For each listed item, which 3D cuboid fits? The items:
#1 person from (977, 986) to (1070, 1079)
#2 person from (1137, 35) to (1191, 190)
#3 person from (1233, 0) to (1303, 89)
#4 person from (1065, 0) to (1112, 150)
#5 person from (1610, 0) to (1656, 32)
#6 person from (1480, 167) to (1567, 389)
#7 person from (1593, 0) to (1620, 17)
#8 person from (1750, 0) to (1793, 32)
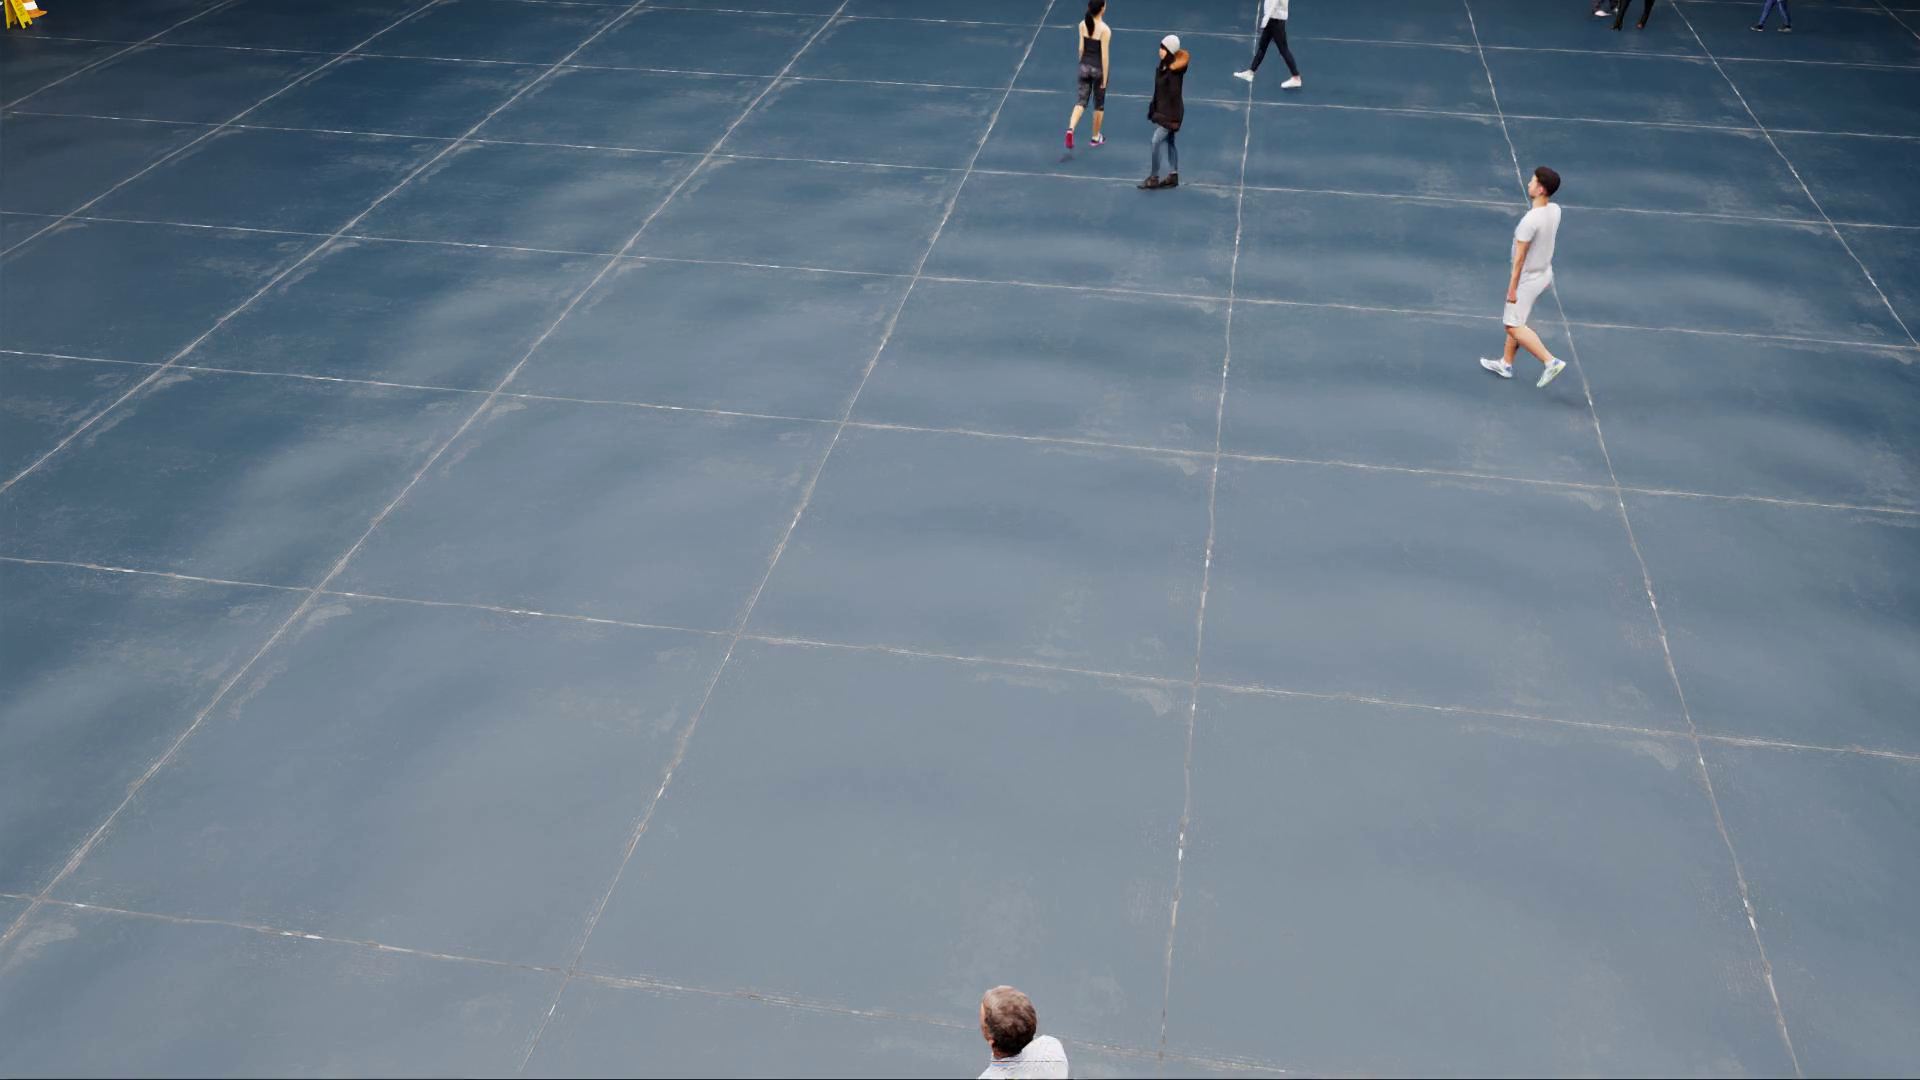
[{"bbox_3d":[0.274,2.445,6.386,1.109,1.791,1.208,-23,39,-32],"label":"person"},{"bbox_3d":[2.269,-4.506,17.563,0.820,1.622,0.755,-5,33,-7],"label":"person"},{"bbox_3d":[3.997,-6.388,20.515,1.126,1.655,0.743,9,33,14],"label":"person"},{"bbox_3d":[1.421,-5.172,18.540,1.013,1.707,0.889,20,38,29],"label":"person"},{"bbox_3d":[9.431,-7.896,22.768,1.135,1.803,1.118,26,41,35],"label":"person"},{"bbox_3d":[4.723,-2.102,13.550,1.027,1.838,1.148,-28,41,-36],"label":"person"},{"bbox_3d":[9.279,-8.297,23.358,0.776,1.850,0.857,-16,36,-24],"label":"person"},{"bbox_3d":[11.336,-7.529,22.857,0.820,1.088,0.572,-2,32,-3],"label":"person"}]
